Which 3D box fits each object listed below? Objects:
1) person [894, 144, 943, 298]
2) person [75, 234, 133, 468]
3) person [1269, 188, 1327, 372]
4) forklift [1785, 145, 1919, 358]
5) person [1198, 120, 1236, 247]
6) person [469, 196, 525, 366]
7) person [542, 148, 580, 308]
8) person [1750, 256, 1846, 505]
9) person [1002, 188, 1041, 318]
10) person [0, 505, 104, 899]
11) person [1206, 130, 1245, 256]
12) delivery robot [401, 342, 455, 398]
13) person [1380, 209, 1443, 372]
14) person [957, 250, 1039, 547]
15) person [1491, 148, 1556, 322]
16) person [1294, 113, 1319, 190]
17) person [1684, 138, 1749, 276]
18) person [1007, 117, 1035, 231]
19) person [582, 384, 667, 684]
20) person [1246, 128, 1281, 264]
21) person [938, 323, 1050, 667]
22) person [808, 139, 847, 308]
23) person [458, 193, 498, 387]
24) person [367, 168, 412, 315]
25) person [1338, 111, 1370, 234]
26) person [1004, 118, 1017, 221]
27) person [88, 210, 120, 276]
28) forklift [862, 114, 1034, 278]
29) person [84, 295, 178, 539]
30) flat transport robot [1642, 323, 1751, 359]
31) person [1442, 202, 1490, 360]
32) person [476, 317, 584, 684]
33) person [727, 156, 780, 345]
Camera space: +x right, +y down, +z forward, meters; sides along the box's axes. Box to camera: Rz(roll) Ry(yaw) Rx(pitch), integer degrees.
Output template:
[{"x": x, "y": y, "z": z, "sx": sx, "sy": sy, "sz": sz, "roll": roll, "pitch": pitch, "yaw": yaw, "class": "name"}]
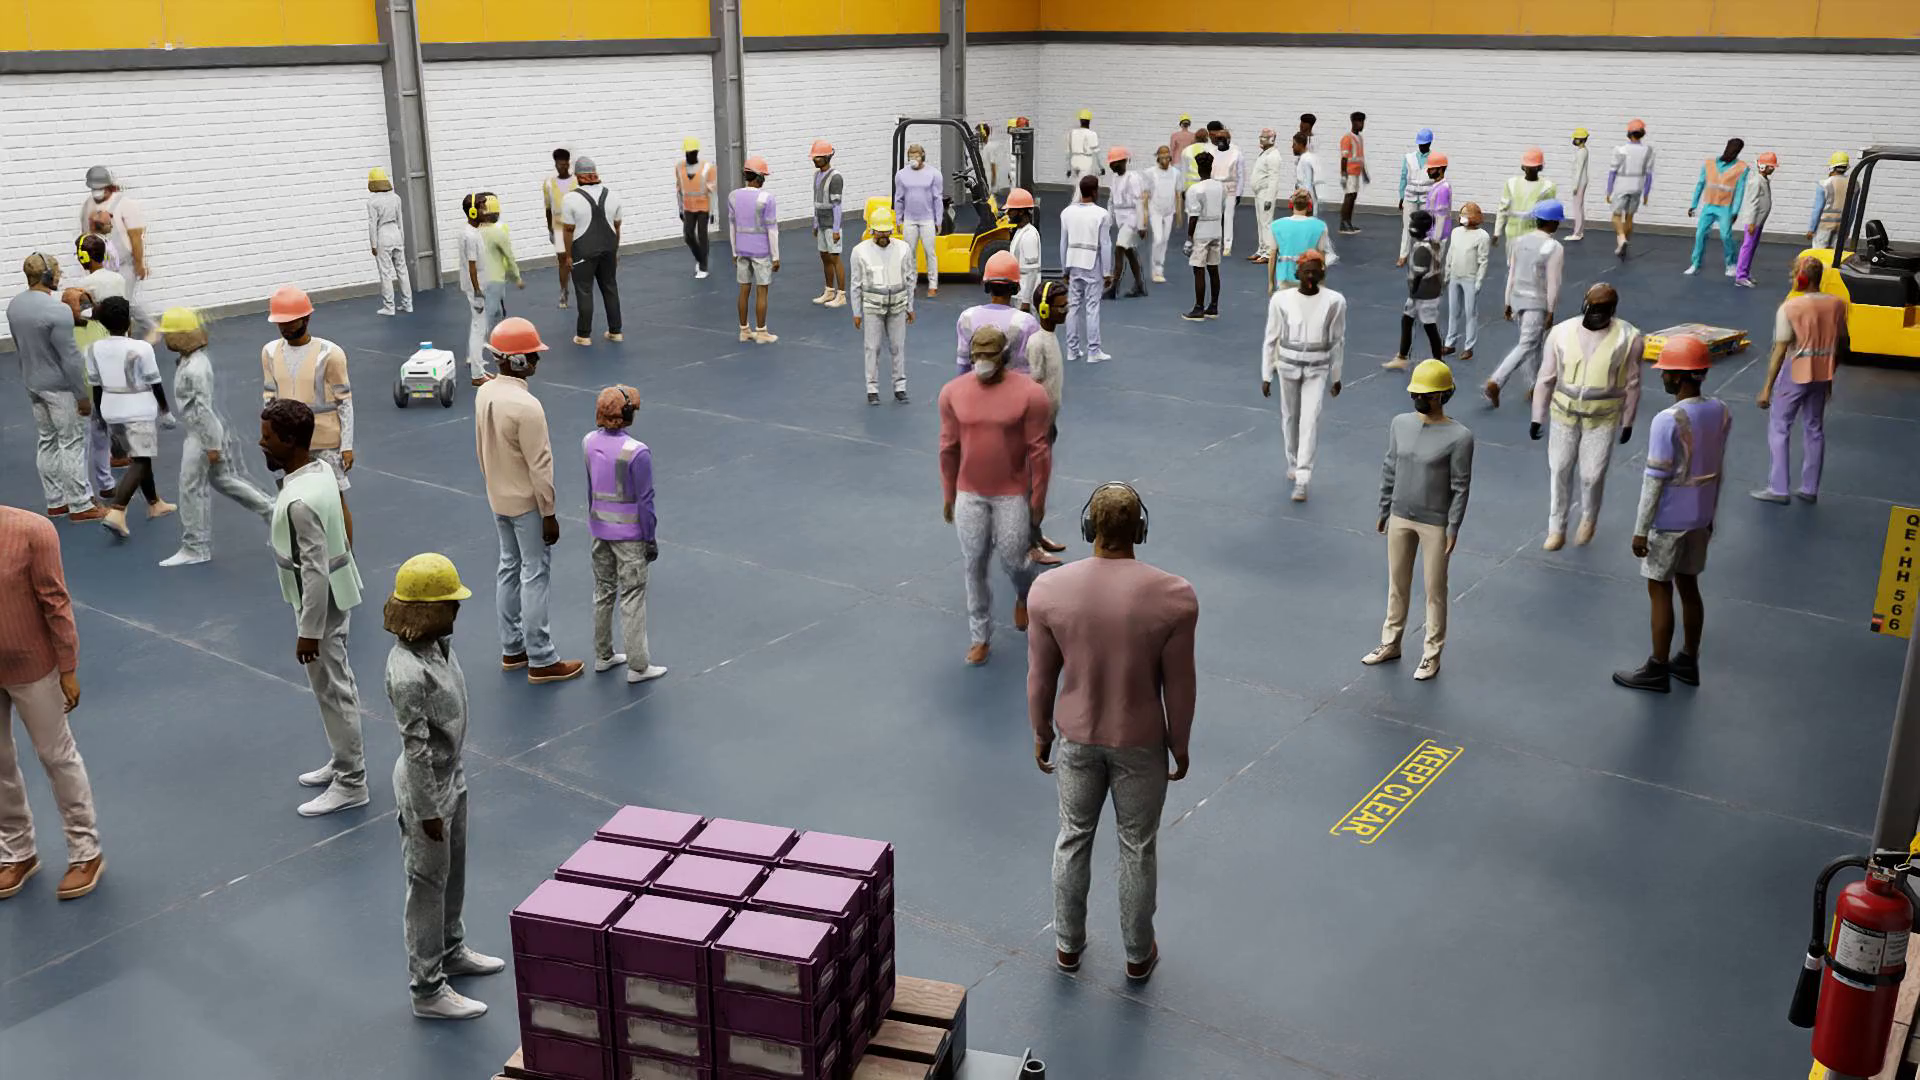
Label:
[{"x": -0.527, "y": -4.041, "z": 21.092, "sx": 0.635, "sy": 1.927, "sz": 0.377, "roll": 4, "pitch": 18, "yaw": 13, "class": "person"}, {"x": -6.790, "y": -1.498, "z": 13.247, "sx": 0.333, "sy": 1.857, "sz": 0.528, "roll": 3, "pitch": 18, "yaw": 10, "class": "person"}, {"x": 3.365, "y": -2.583, "z": 16.669, "sx": 0.567, "sy": 1.835, "sz": 0.377, "roll": 5, "pitch": 18, "yaw": 15, "class": "person"}, {"x": 9.803, "y": -2.879, "z": 17.013, "sx": 2.313, "sy": 2.155, "sz": 1.214, "roll": 12, "pitch": 21, "yaw": 33, "class": "forklift"}, {"x": 3.890, "y": -5.409, "z": 25.366, "sx": 0.766, "sy": 1.921, "sz": 0.602, "roll": -16, "pitch": 24, "yaw": -41, "class": "person"}, {"x": -4.847, "y": -2.687, "z": 17.192, "sx": 0.528, "sy": 1.710, "sz": 0.940, "roll": 10, "pitch": 20, "yaw": 28, "class": "person"}, {"x": -4.836, "y": -3.894, "z": 20.647, "sx": 0.626, "sy": 1.917, "sz": 1.001, "roll": -1, "pitch": 18, "yaw": -3, "class": "person"}, {"x": 6.192, "y": -1.152, "z": 12.216, "sx": 0.628, "sy": 1.823, "sz": 0.417, "roll": -5, "pitch": 18, "yaw": -14, "class": "person"}, {"x": 0.577, "y": -2.348, "z": 15.768, "sx": 0.376, "sy": 1.935, "sz": 0.550, "roll": -2, "pitch": 18, "yaw": -5, "class": "person"}, {"x": -3.888, "y": 0.522, "z": 6.729, "sx": 0.626, "sy": 1.980, "sz": 0.410, "roll": -2, "pitch": 18, "yaw": -5, "class": "person"}, {"x": 3.872, "y": -5.140, "z": 24.656, "sx": 0.627, "sy": 1.843, "sz": 0.429, "roll": 8, "pitch": 19, "yaw": 24, "class": "person"}, {"x": -4.962, "y": -1.602, "z": 15.517, "sx": 0.477, "sy": 0.478, "sz": 0.707, "roll": -1, "pitch": 18, "yaw": -3, "class": "delivery robot"}, {"x": 4.531, "y": -2.444, "z": 16.496, "sx": 0.698, "sy": 1.659, "sz": 0.548, "roll": 3, "pitch": 18, "yaw": 8, "class": "person"}, {"x": 0.279, "y": -0.886, "z": 11.020, "sx": 0.614, "sy": 2.046, "sz": 0.366, "roll": 10, "pitch": 20, "yaw": 29, "class": "person"}, {"x": 6.693, "y": -3.642, "z": 19.730, "sx": 0.621, "sy": 2.000, "sz": 0.996, "roll": 12, "pitch": 21, "yaw": 33, "class": "person"}, {"x": 5.502, "y": -5.802, "z": 26.525, "sx": 0.367, "sy": 1.967, "sz": 0.607, "roll": 8, "pitch": 20, "yaw": 24, "class": "person"}, {"x": 10.407, "y": -4.572, "z": 22.845, "sx": 0.666, "sy": 1.878, "sz": 0.429, "roll": 15, "pitch": 23, "yaw": 39, "class": "person"}, {"x": 0.993, "y": -5.860, "z": 26.836, "sx": 0.356, "sy": 1.886, "sz": 0.574, "roll": -15, "pitch": 23, "yaw": -39, "class": "person"}, {"x": -1.838, "y": -0.031, "z": 9.024, "sx": 0.513, "sy": 1.631, "sz": 0.318, "roll": 13, "pitch": 22, "yaw": 36, "class": "person"}, {"x": 4.377, "y": -4.954, "z": 23.960, "sx": 0.410, "sy": 1.913, "sz": 0.651, "roll": -1, "pitch": 18, "yaw": -2, "class": "person"}, {"x": 0.202, "y": -0.277, "z": 9.314, "sx": 0.630, "sy": 1.927, "sz": 0.593, "roll": 5, "pitch": 18, "yaw": 16, "class": "person"}, {"x": -1.647, "y": -3.867, "z": 20.374, "sx": 0.417, "sy": 2.034, "sz": 0.603, "roll": -11, "pitch": 21, "yaw": -31, "class": "person"}, {"x": -4.661, "y": -2.411, "z": 16.095, "sx": 0.323, "sy": 1.861, "sz": 0.510, "roll": -6, "pitch": 19, "yaw": -18, "class": "person"}, {"x": -6.882, "y": -3.576, "z": 19.938, "sx": 0.325, "sy": 1.737, "sz": 0.487, "roll": 11, "pitch": 21, "yaw": 30, "class": "person"}, {"x": 6.417, "y": -6.006, "z": 27.170, "sx": 0.387, "sy": 1.962, "sz": 0.651, "roll": 12, "pitch": 21, "yaw": 33, "class": "person"}, {"x": 0.923, "y": -6.391, "z": 28.723, "sx": 0.284, "sy": 1.746, "sz": 0.492, "roll": 5, "pitch": 18, "yaw": 15, "class": "person"}, {"x": -8.583, "y": -2.510, "z": 16.788, "sx": 0.366, "sy": 1.625, "sz": 0.520, "roll": -5, "pitch": 18, "yaw": -14, "class": "person"}, {"x": -0.171, "y": -4.594, "z": 22.377, "sx": 2.313, "sy": 2.155, "sz": 1.214, "roll": 1, "pitch": 18, "yaw": 3, "class": "forklift"}, {"x": -5.811, "y": -0.865, "z": 11.567, "sx": 0.531, "sy": 1.665, "sz": 0.813, "roll": 5, "pitch": 18, "yaw": 16, "class": "person"}, {"x": 7.790, "y": -2.100, "z": 17.685, "sx": 1.431, "sy": 0.197, "sz": 0.652, "roll": -16, "pitch": 24, "yaw": -41, "class": "flat transport robot"}, {"x": 5.270, "y": -2.707, "z": 17.386, "sx": 0.289, "sy": 1.632, "sz": 0.497, "roll": -12, "pitch": 21, "yaw": -33, "class": "person"}, {"x": -2.352, "y": -0.211, "z": 8.990, "sx": 0.386, "sy": 1.992, "sz": 0.624, "roll": -16, "pitch": 24, "yaw": -41, "class": "person"}, {"x": -2.222, "y": -3.146, "z": 18.117, "sx": 0.613, "sy": 2.033, "sz": 0.411, "roll": 10, "pitch": 20, "yaw": 28, "class": "person"}]
